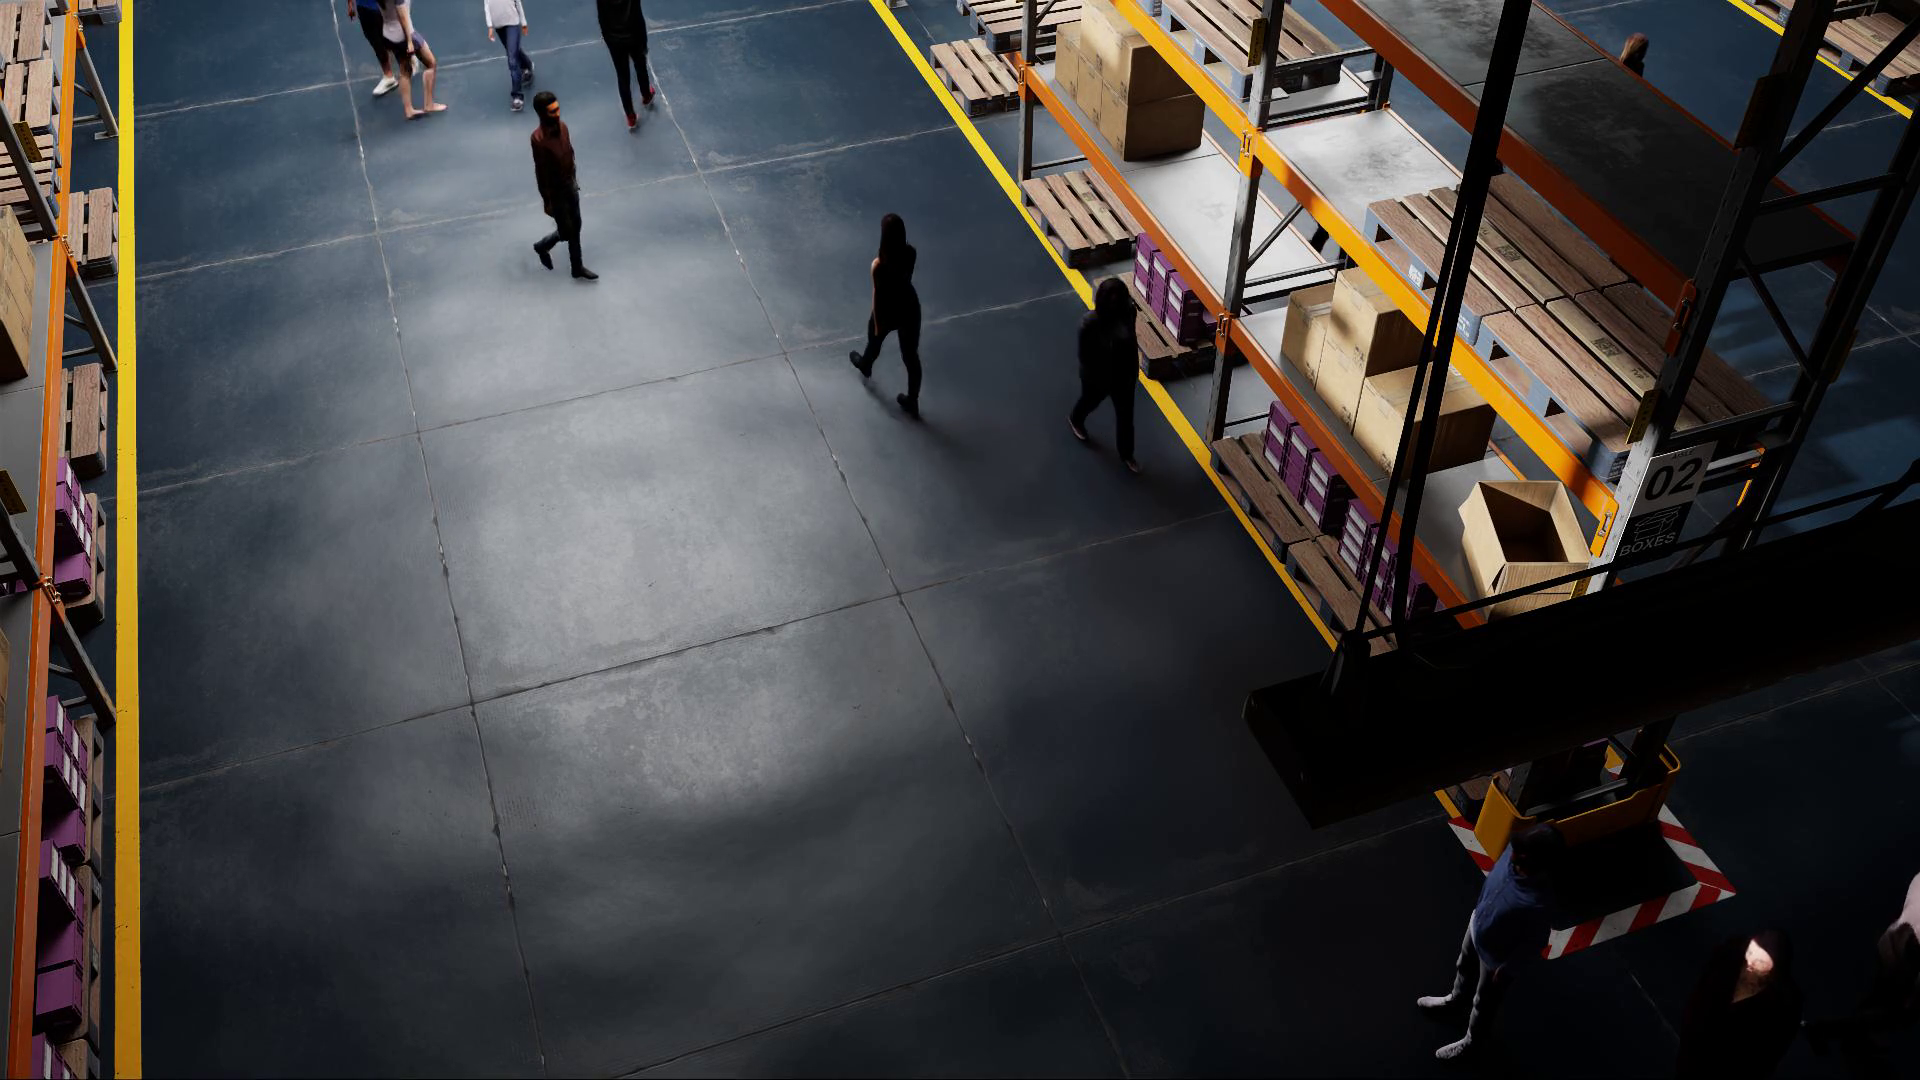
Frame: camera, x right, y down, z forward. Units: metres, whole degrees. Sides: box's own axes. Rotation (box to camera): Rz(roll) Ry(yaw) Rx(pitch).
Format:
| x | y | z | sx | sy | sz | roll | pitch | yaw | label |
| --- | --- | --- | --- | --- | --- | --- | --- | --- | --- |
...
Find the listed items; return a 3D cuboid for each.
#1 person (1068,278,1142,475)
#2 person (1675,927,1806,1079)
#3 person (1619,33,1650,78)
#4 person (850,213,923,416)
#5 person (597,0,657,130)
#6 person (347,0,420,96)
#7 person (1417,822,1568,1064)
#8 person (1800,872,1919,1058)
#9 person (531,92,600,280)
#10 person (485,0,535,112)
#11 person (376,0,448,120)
| x | y | z | sx | sy | sz | roll | pitch | yaw | label |
| --- | --- | --- | --- | --- | --- | --- | --- | --- | --- |
| 1.057 | -1.291 | 12.445 | 0.778 | 1.562 | 1.085 | -22 | 48 | -21 | person |
| 3.965 | 2.432 | 8.406 | 0.759 | 1.742 | 0.742 | -18 | 46 | -18 | person |
| 5.880 | -3.781 | 14.976 | 0.608 | 1.675 | 0.566 | -27 | 50 | -26 | person |
| -0.434 | -1.688 | 12.796 | 0.778 | 1.652 | 1.124 | -27 | 50 | -26 | person |
| -3.231 | -4.748 | 16.010 | 0.809 | 1.648 | 1.013 | 0 | 44 | 0 | person |
| -5.749 | -5.364 | 16.509 | 0.968 | 1.852 | 1.035 | 18 | 46 | 18 | person |
| 2.810 | 2.073 | 8.677 | 0.760 | 1.888 | 0.591 | -4 | 44 | -5 | person |
| 4.849 | 2.177 | 8.664 | 0.890 | 1.757 | 0.867 | 19 | 47 | 19 | person |
| -3.466 | -2.976 | 14.063 | 0.966 | 1.769 | 0.911 | 16 | 46 | 16 | person |
| -4.470 | -5.149 | 16.525 | 0.882 | 1.519 | 1.098 | 8 | 44 | 8 | person |
| -5.489 | -4.862 | 16.102 | 0.730 | 1.688 | 0.814 | 34 | 53 | 30 | person |
